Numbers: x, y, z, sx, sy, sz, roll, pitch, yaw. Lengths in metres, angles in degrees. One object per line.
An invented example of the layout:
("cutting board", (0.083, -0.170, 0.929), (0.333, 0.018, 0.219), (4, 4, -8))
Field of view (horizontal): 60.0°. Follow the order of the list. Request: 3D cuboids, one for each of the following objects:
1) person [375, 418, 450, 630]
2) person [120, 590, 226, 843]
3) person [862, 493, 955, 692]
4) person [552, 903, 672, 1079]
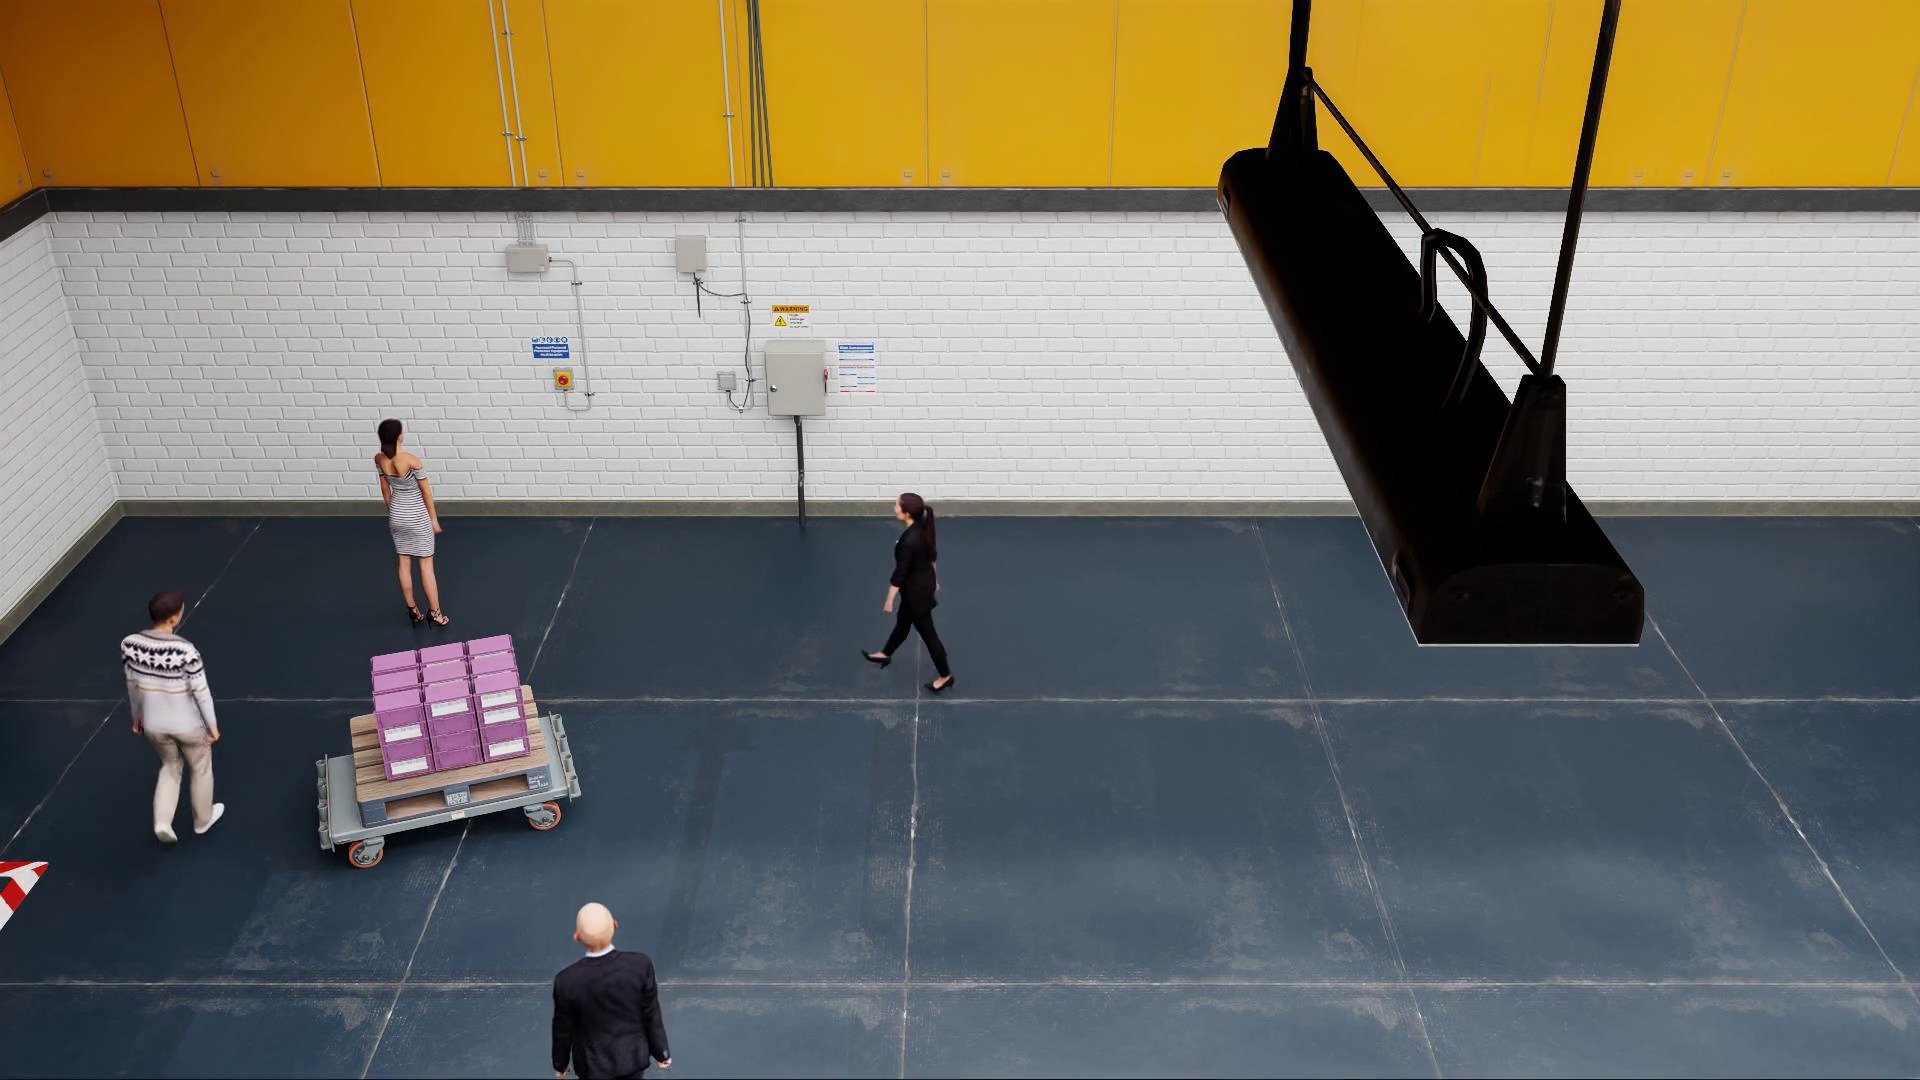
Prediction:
("person", (-4.325, -0.125, 13.066), (0.649, 1.822, 0.625), (8, 30, 15))
("person", (-5.053, 1.201, 10.633), (0.768, 1.822, 0.834), (0, 29, 1))
("person", (-0.230, 0.427, 12.259), (0.912, 1.624, 1.048), (10, 30, 18))
("person", (-1.707, 2.577, 8.171), (0.973, 1.765, 1.198), (-11, 30, -19))
